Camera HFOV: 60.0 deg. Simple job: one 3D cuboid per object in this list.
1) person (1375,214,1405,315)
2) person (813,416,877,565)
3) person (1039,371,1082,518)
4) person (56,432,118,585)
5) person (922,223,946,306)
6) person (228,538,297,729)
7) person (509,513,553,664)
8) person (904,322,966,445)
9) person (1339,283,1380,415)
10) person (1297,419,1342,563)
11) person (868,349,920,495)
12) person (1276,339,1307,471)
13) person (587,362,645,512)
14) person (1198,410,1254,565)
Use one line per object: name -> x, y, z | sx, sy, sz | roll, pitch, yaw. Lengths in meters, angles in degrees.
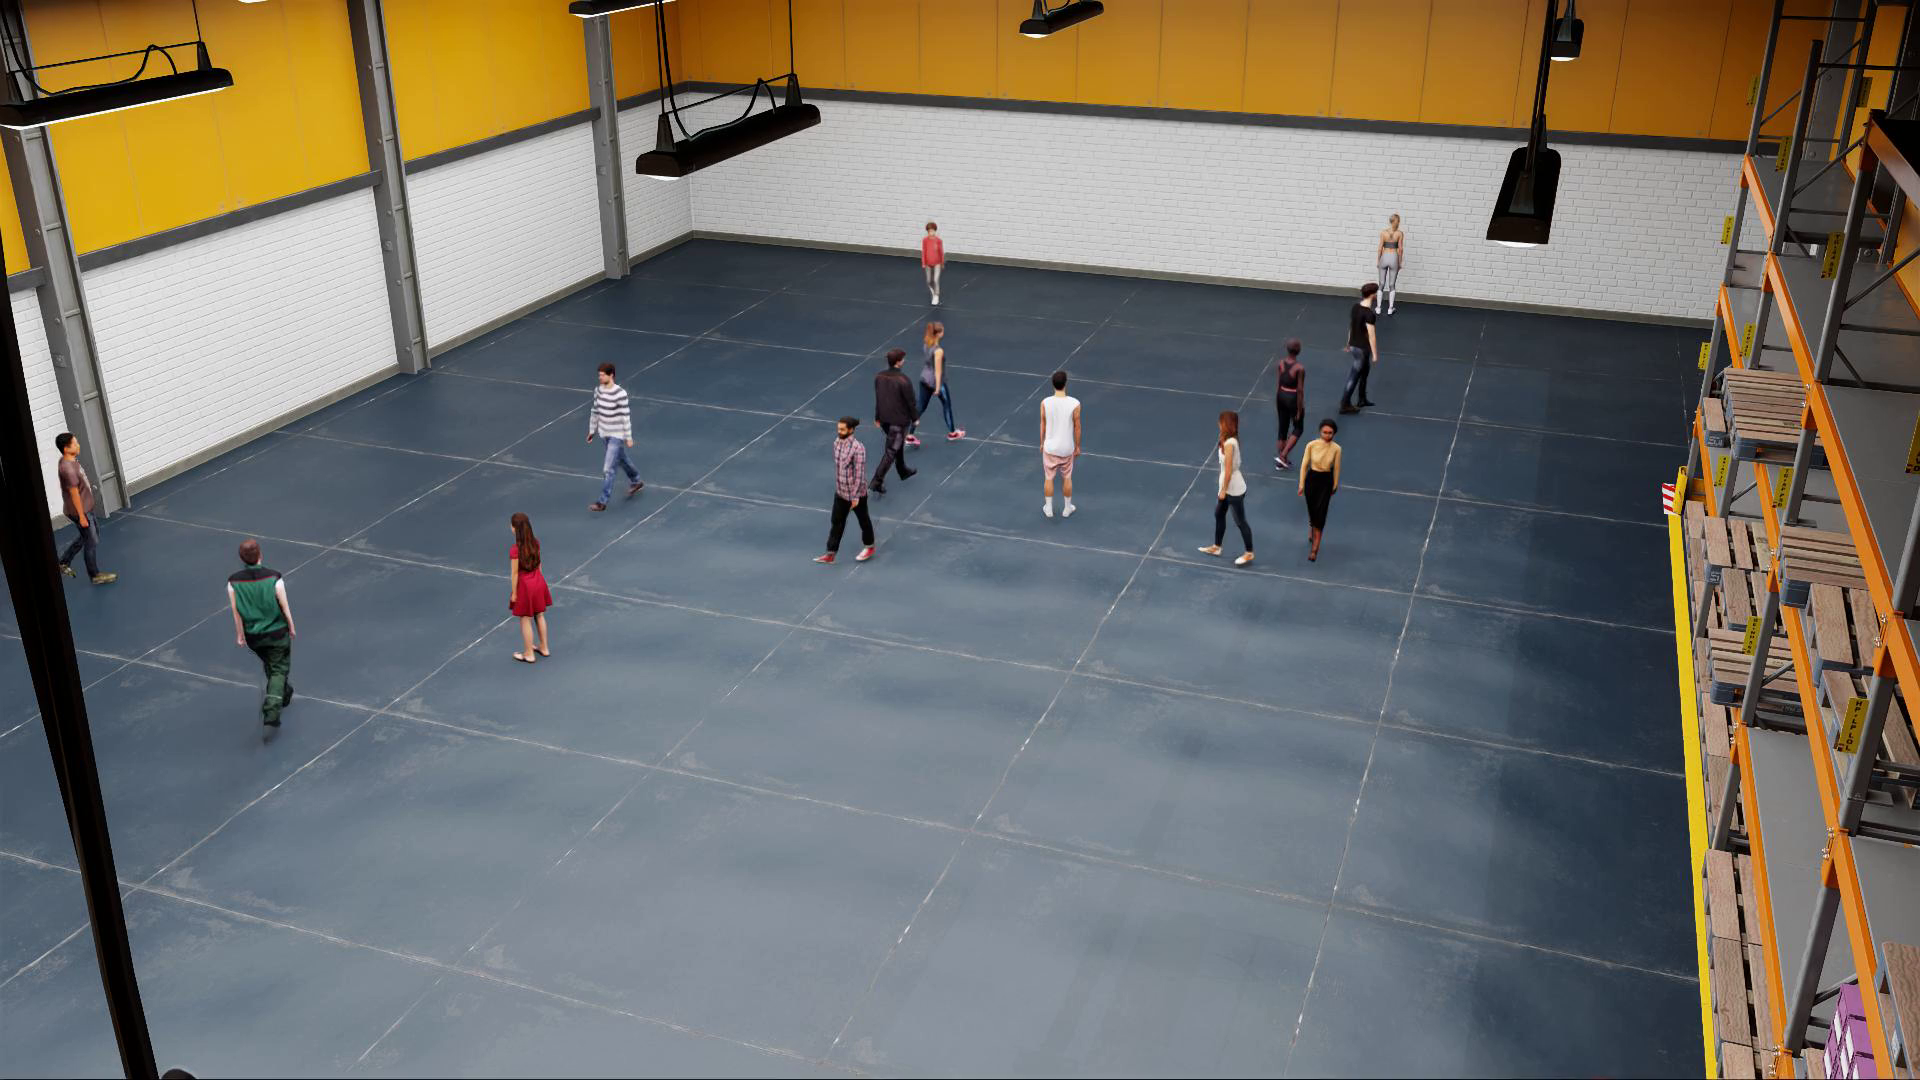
person -> 7.251, -4.674, 28.105 | 0.574, 1.699, 0.543 | 7, 25, 16
person -> -1.157, -0.561, 18.663 | 0.967, 1.726, 1.174 | 19, 30, 37
person -> 1.178, -1.137, 19.906 | 0.697, 1.784, 0.638 | 2, 24, 5
person -> -9.660, -0.320, 18.062 | 0.963, 1.764, 0.900 | -11, 26, -24
person -> -0.448, -4.810, 28.797 | 0.629, 1.394, 0.874 | 3, 24, 7
person -> -6.376, 0.882, 15.260 | 0.985, 1.806, 1.236 | -2, 24, -5
person -> -4.288, 0.463, 16.537 | 0.664, 1.551, 0.593 | 14, 27, 28
person -> -0.434, -2.038, 22.093 | 1.224, 1.683, 0.992 | -17, 29, -34
person -> 5.526, -2.666, 23.286 | 1.006, 1.879, 0.961 | -5, 24, -12
person -> 4.079, -0.605, 18.917 | 0.598, 1.603, 1.039 | 7, 25, 17
person -> -0.868, -1.427, 20.565 | 1.010, 1.789, 1.323 | 18, 30, 36
person -> 4.146, -1.703, 21.244 | 0.722, 1.750, 0.804 | 21, 31, 39
person -> -4.155, -1.290, 20.240 | 0.927, 1.798, 1.306 | 17, 29, 34
person -> 3.123, -0.576, 18.666 | 0.821, 1.751, 0.853 | -1, 24, -3
